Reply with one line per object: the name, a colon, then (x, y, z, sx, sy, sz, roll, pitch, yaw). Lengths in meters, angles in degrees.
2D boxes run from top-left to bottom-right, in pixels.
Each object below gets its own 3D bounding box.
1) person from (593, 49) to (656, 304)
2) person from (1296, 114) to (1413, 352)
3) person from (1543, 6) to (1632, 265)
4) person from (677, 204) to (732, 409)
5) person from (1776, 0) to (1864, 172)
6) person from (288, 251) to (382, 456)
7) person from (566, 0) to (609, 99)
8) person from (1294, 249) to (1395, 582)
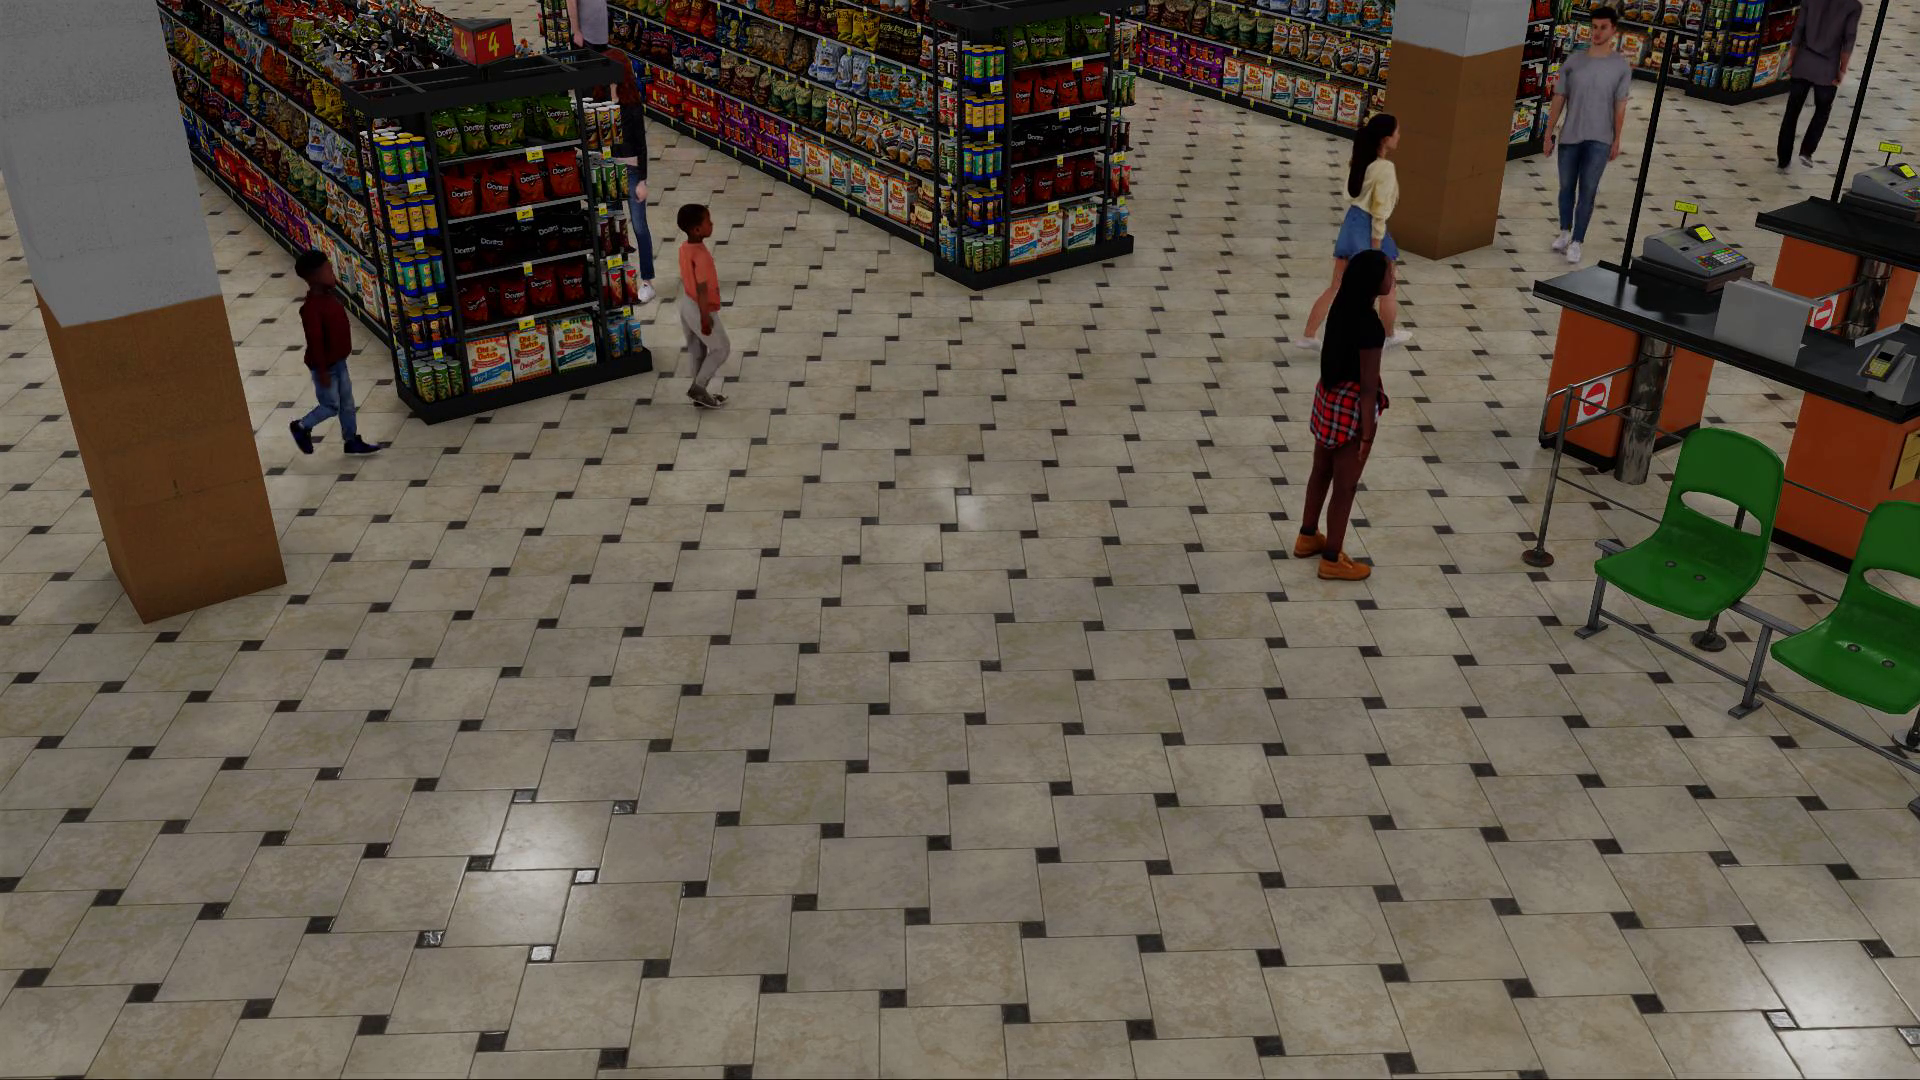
person: (-2.386, -2.568, 11.777, 0.634, 1.786, 0.727, 12, 31, 21)
person: (2.559, -1.944, 10.836, 0.813, 1.593, 1.081, -13, 31, -23)
person: (4.783, -3.091, 12.654, 0.950, 1.864, 0.953, 16, 32, 27)
person: (-1.641, -1.399, 10.138, 0.598, 1.304, 0.490, -12, 31, -21)
person: (7.488, -4.137, 14.595, 0.708, 1.839, 0.840, 19, 34, 31)
person: (-3.686, -1.032, 9.539, 0.789, 1.234, 0.746, 3, 29, 6)
person: (-3.563, -4.890, 15.976, 0.787, 1.838, 0.764, 10, 30, 17)
person: (1.911, -0.615, 8.265, 0.750, 1.724, 0.641, -7, 29, -13)
